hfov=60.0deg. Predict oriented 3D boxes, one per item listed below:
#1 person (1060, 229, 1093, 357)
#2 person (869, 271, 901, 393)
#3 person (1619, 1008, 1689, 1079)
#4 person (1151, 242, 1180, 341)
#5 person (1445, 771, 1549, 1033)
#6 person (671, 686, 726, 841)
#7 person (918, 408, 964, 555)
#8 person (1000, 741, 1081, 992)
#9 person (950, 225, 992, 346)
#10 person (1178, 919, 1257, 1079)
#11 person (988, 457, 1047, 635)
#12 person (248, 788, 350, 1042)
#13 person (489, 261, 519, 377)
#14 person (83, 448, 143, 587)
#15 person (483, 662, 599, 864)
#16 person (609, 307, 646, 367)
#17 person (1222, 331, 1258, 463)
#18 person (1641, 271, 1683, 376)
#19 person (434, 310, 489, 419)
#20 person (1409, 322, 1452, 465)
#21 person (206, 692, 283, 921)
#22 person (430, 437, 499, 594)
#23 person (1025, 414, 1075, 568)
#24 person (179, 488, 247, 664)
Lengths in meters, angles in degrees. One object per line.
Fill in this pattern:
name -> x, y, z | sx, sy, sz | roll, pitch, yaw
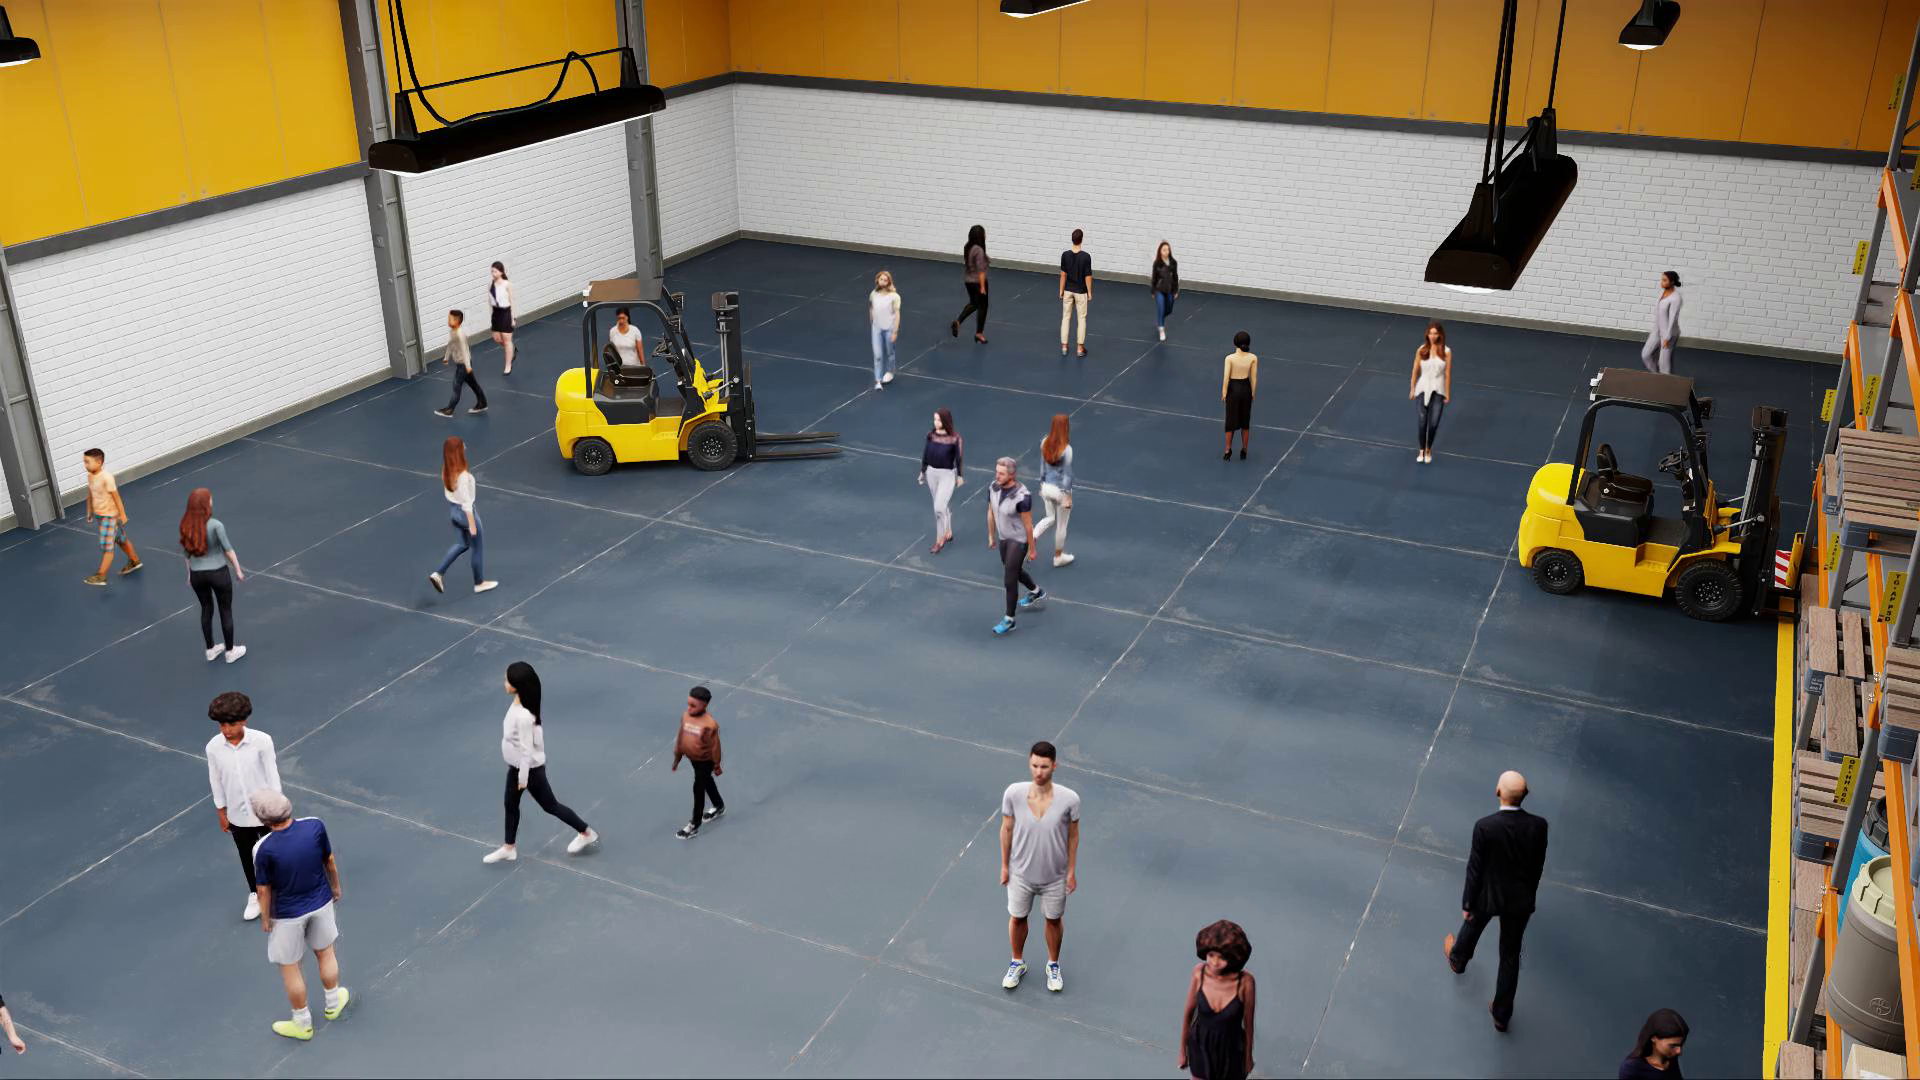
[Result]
person -> 1.701, -3.640, 24.448 | 0.647, 1.851, 0.568 | 9, 25, 19
person -> -1.030, -2.904, 23.001 | 0.746, 1.662, 1.111 | 10, 25, 21
person -> 3.597, 3.215, 8.871 | 0.632, 1.767, 0.720 | -13, 27, -27
person -> 3.105, -3.816, 25.329 | 0.848, 1.468, 0.956 | -4, 24, -9
person -> 3.547, 2.379, 10.789 | 0.965, 1.764, 1.196 | 2, 24, 4
person -> -1.974, 1.684, 13.043 | 0.656, 1.231, 0.842 | 20, 30, 38
person -> -0.165, -0.678, 17.996 | 0.704, 1.592, 0.795 | 19, 30, 36
person -> 0.531, 2.171, 11.149 | 0.745, 1.856, 0.691 | 3, 24, 6
person -> 0.157, -3.775, 24.793 | 0.983, 1.823, 0.902 | -12, 26, -25
person -> 1.505, 2.904, 9.572 | 0.583, 1.775, 0.627 | 9, 25, 19
person -> 0.584, 0.010, 16.187 | 1.178, 1.780, 0.984 | -17, 29, -34
person -> -4.243, 2.360, 10.760 | 0.659, 1.821, 0.863 | -12, 26, -25
person -> -6.435, -3.166, 23.628 | 0.615, 1.640, 0.740 | 7, 24, 15
person -> -8.790, -0.281, 17.288 | 0.604, 1.432, 0.969 | 13, 27, 27
person -> -3.145, 1.687, 12.497 | 1.144, 1.663, 1.076 | -8, 25, -19
person -> -4.281, -2.246, 21.544 | 0.873, 1.623, 1.120 | 1, 24, 2
person -> 3.421, -1.768, 20.413 | 0.655, 1.653, 0.681 | -2, 24, -5
person -> 9.746, -2.841, 22.782 | 0.835, 1.722, 0.757 | -5, 24, -12
person -> -6.502, -2.341, 21.992 | 1.013, 1.438, 0.895 | -11, 26, -24
person -> 5.769, -1.818, 20.380 | 0.635, 1.770, 0.608 | 8, 25, 18
person -> -5.048, 1.883, 11.869 | 0.706, 1.807, 0.730 | -4, 24, -8
person -> -5.087, -0.215, 16.784 | 1.006, 1.714, 0.789 | -21, 31, -39
person -> 0.942, -0.473, 17.415 | 0.982, 1.682, 0.838 | -18, 29, -35
person -> -6.964, 0.356, 15.450 | 0.708, 1.737, 0.713 | 1, 24, 3
